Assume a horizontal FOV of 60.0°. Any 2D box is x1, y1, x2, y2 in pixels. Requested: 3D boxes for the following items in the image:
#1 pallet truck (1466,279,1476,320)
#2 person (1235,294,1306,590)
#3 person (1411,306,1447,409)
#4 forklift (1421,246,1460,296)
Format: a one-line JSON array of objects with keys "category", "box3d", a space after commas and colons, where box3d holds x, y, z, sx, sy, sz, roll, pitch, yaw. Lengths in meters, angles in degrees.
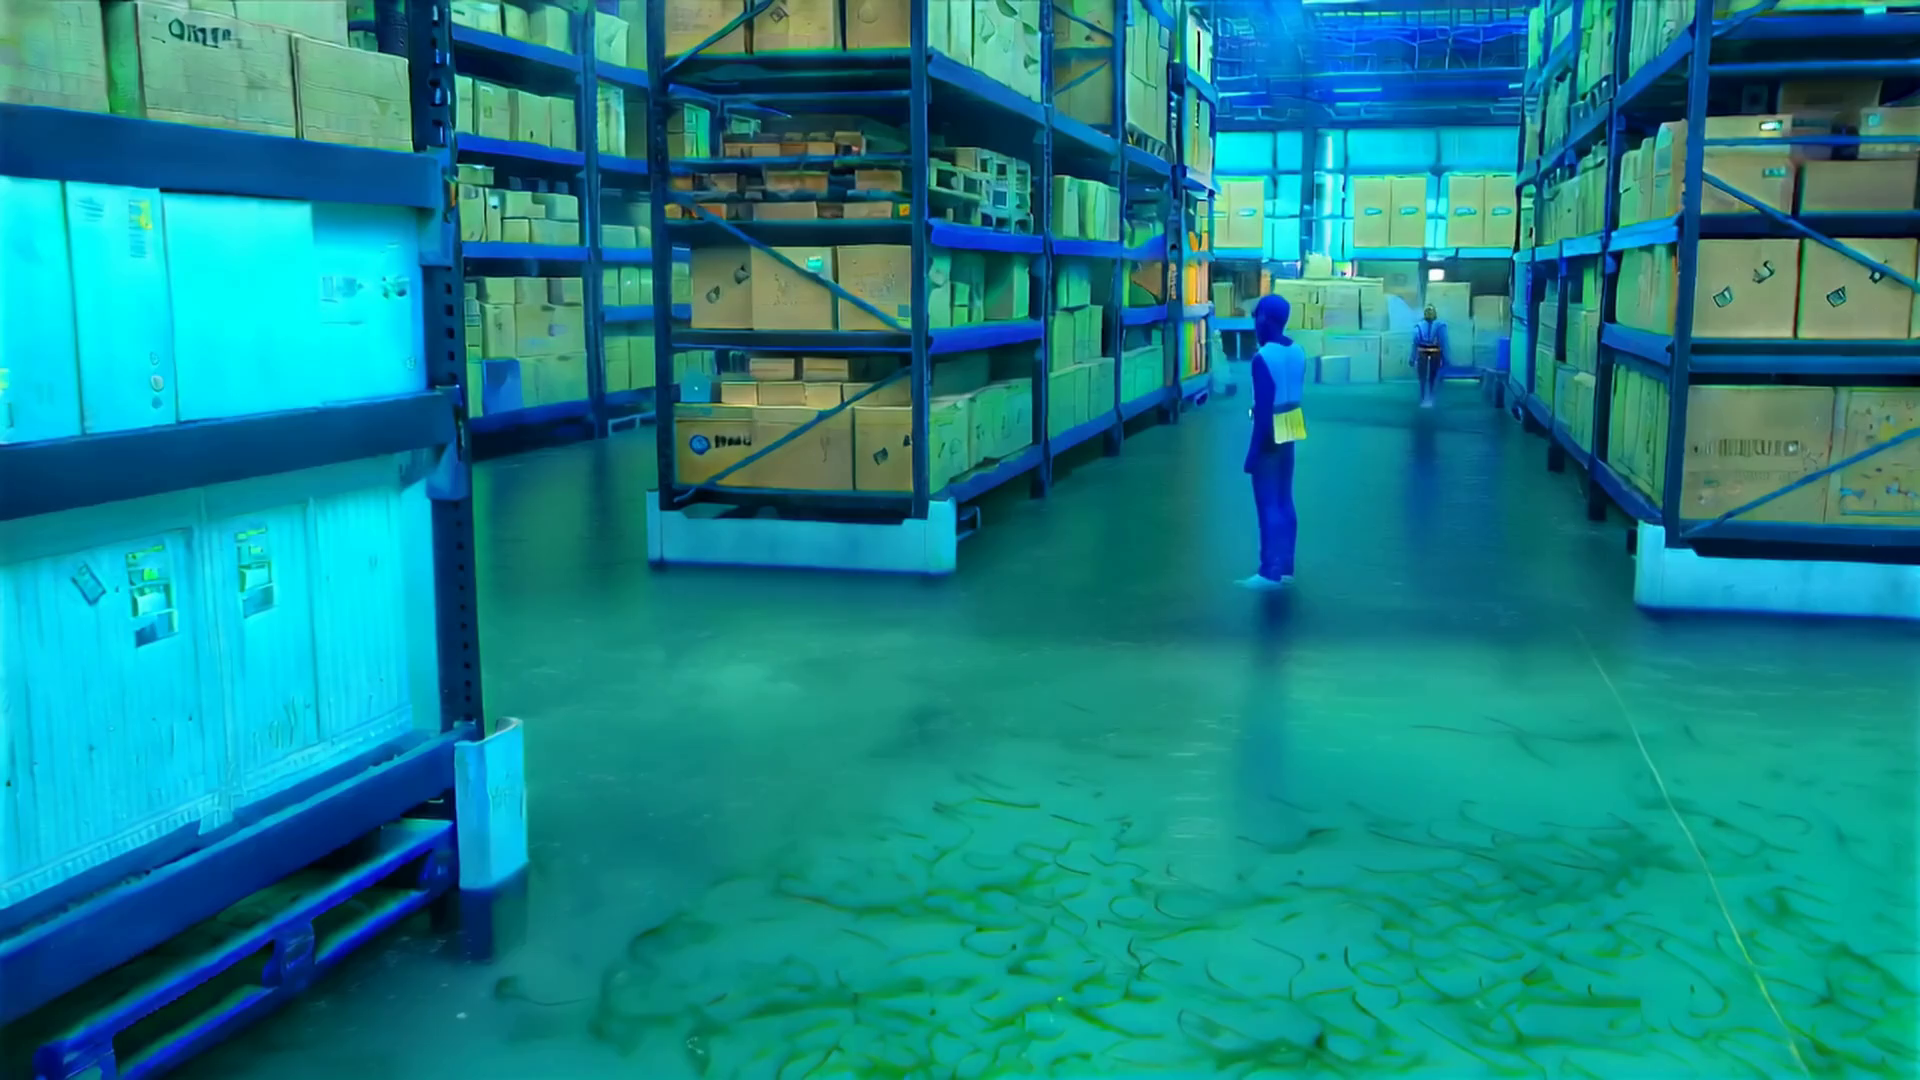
[{"category": "pallet truck", "box3d": [18.896, -8.459, 60.307, 1.885, 1.965, 0.823, 5, 10, 31]}, {"category": "person", "box3d": [2.045, -0.631, 10.827, 0.378, 1.917, 0.597, 6, 11, 34]}, {"category": "person", "box3d": [7.298, -2.842, 25.897, 0.533, 1.592, 0.855, 4, 10, 23]}, {"category": "forklift", "box3d": [12.201, -6.084, 42.428, 1.129, 2.768, 1.873, 2, 9, 15]}]
